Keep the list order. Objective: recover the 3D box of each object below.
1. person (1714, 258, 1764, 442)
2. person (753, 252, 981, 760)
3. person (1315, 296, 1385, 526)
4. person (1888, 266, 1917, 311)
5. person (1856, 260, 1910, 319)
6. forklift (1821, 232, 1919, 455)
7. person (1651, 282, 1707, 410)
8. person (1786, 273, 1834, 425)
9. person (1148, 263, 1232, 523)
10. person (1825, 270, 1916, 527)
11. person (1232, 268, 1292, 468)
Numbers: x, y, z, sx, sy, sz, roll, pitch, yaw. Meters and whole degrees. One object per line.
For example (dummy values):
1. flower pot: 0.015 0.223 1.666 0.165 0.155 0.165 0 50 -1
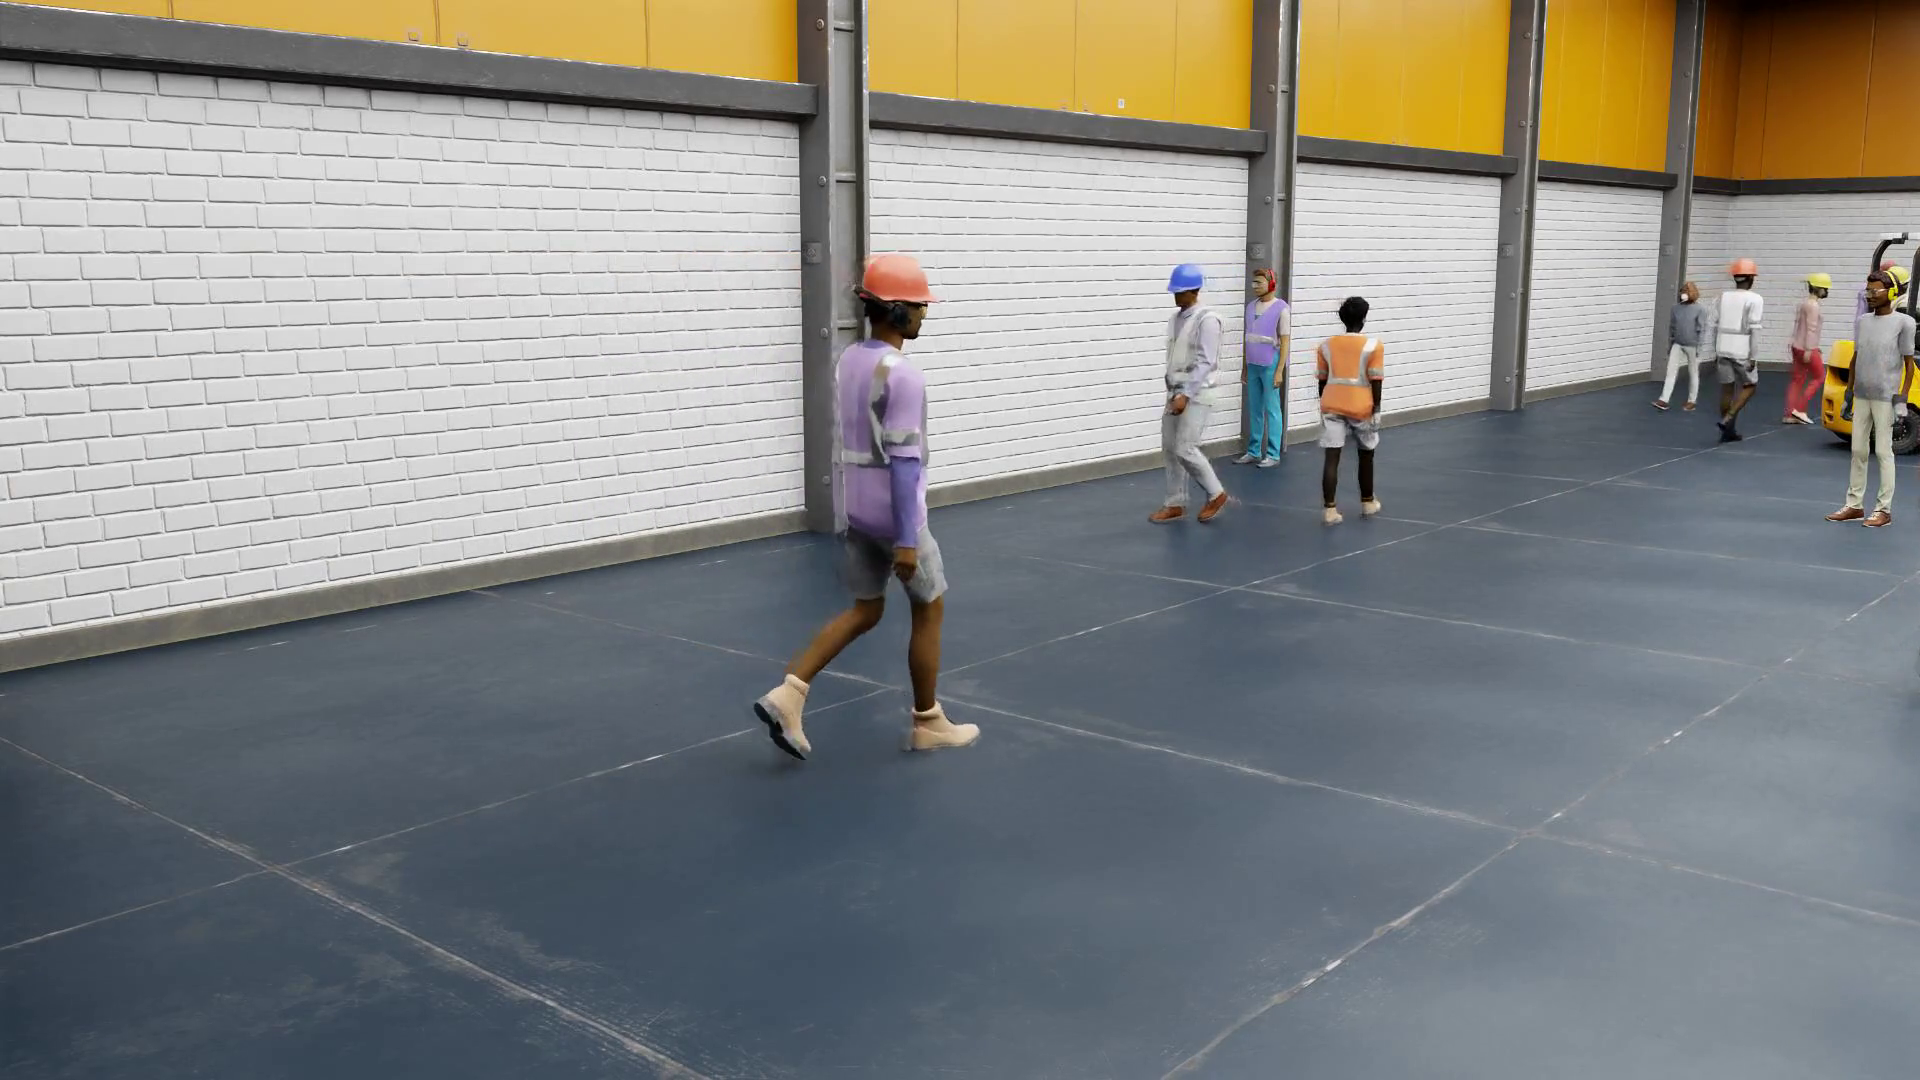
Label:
1. person: 8.067 -1.960 17.308 0.477 1.918 0.546 -7 12 -34
2. person: -0.353 -0.107 6.497 0.893 2.015 0.617 -6 12 -30
3. person: 2.916 -0.959 12.319 0.553 1.661 0.806 6 12 32
4. person: 10.025 -2.014 17.877 0.404 1.828 0.592 3 10 18
5. person: 11.776 -2.630 21.247 0.656 1.886 0.738 8 13 39
6. forklift: 9.955 -1.972 16.595 2.313 2.155 1.214 1 10 8
7. person: 8.954 -2.390 20.643 0.801 1.593 0.526 -8 13 -37
8. person: 9.744 -2.179 19.063 0.441 1.744 0.519 2 10 9
9. person: 1.685 -1.049 12.113 0.558 1.918 0.632 -5 11 -24
10. person: 6.682 -1.028 12.148 0.310 1.868 0.534 -4 11 -22
11. person: 2.832 -1.593 15.427 0.389 1.846 0.566 -6 12 -30
